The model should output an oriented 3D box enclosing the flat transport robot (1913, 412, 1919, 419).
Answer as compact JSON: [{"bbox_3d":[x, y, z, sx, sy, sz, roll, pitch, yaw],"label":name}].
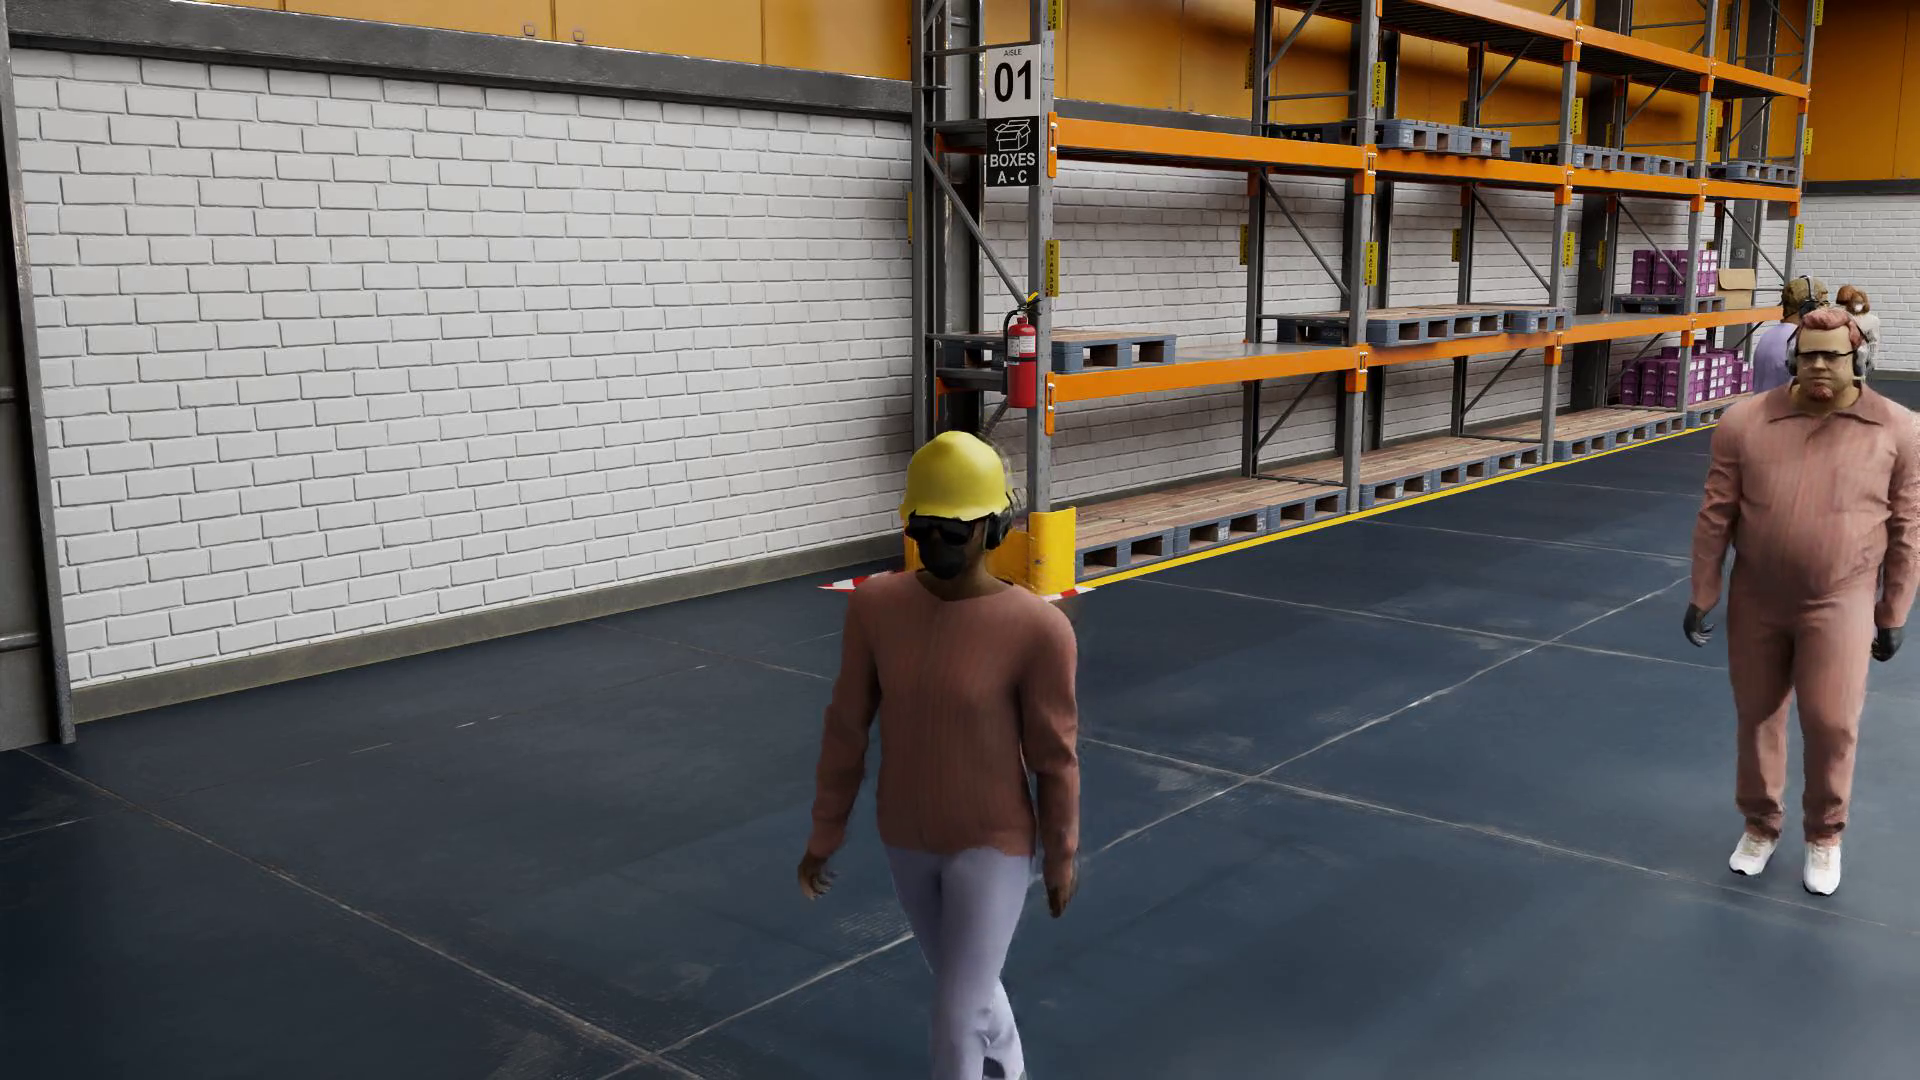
[{"bbox_3d":[10.476,-1.264,18.316,1.431,0.197,0.652,-6,12,-32],"label":"flat transport robot"}]

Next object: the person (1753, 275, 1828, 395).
[{"bbox_3d":[4.519,-0.477,9.130,0.368,1.932,0.623,1,10,6],"label":"person"}]

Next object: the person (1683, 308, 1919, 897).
[{"bbox_3d":[2.707,0.203,5.377,0.653,1.890,0.534,8,12,37],"label":"person"}]

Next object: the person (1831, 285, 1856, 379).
[{"bbox_3d":[10.973,-2.360,20.688,0.522,1.619,0.421,10,14,43],"label":"person"}]

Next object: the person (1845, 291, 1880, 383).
[{"bbox_3d":[10.310,-2.083,19.252,0.530,1.584,0.847,6,11,29],"label":"person"}]

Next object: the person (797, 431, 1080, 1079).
[{"bbox_3d":[-0.004,0.616,3.503,0.536,1.722,0.917,6,12,30],"label":"person"}]
